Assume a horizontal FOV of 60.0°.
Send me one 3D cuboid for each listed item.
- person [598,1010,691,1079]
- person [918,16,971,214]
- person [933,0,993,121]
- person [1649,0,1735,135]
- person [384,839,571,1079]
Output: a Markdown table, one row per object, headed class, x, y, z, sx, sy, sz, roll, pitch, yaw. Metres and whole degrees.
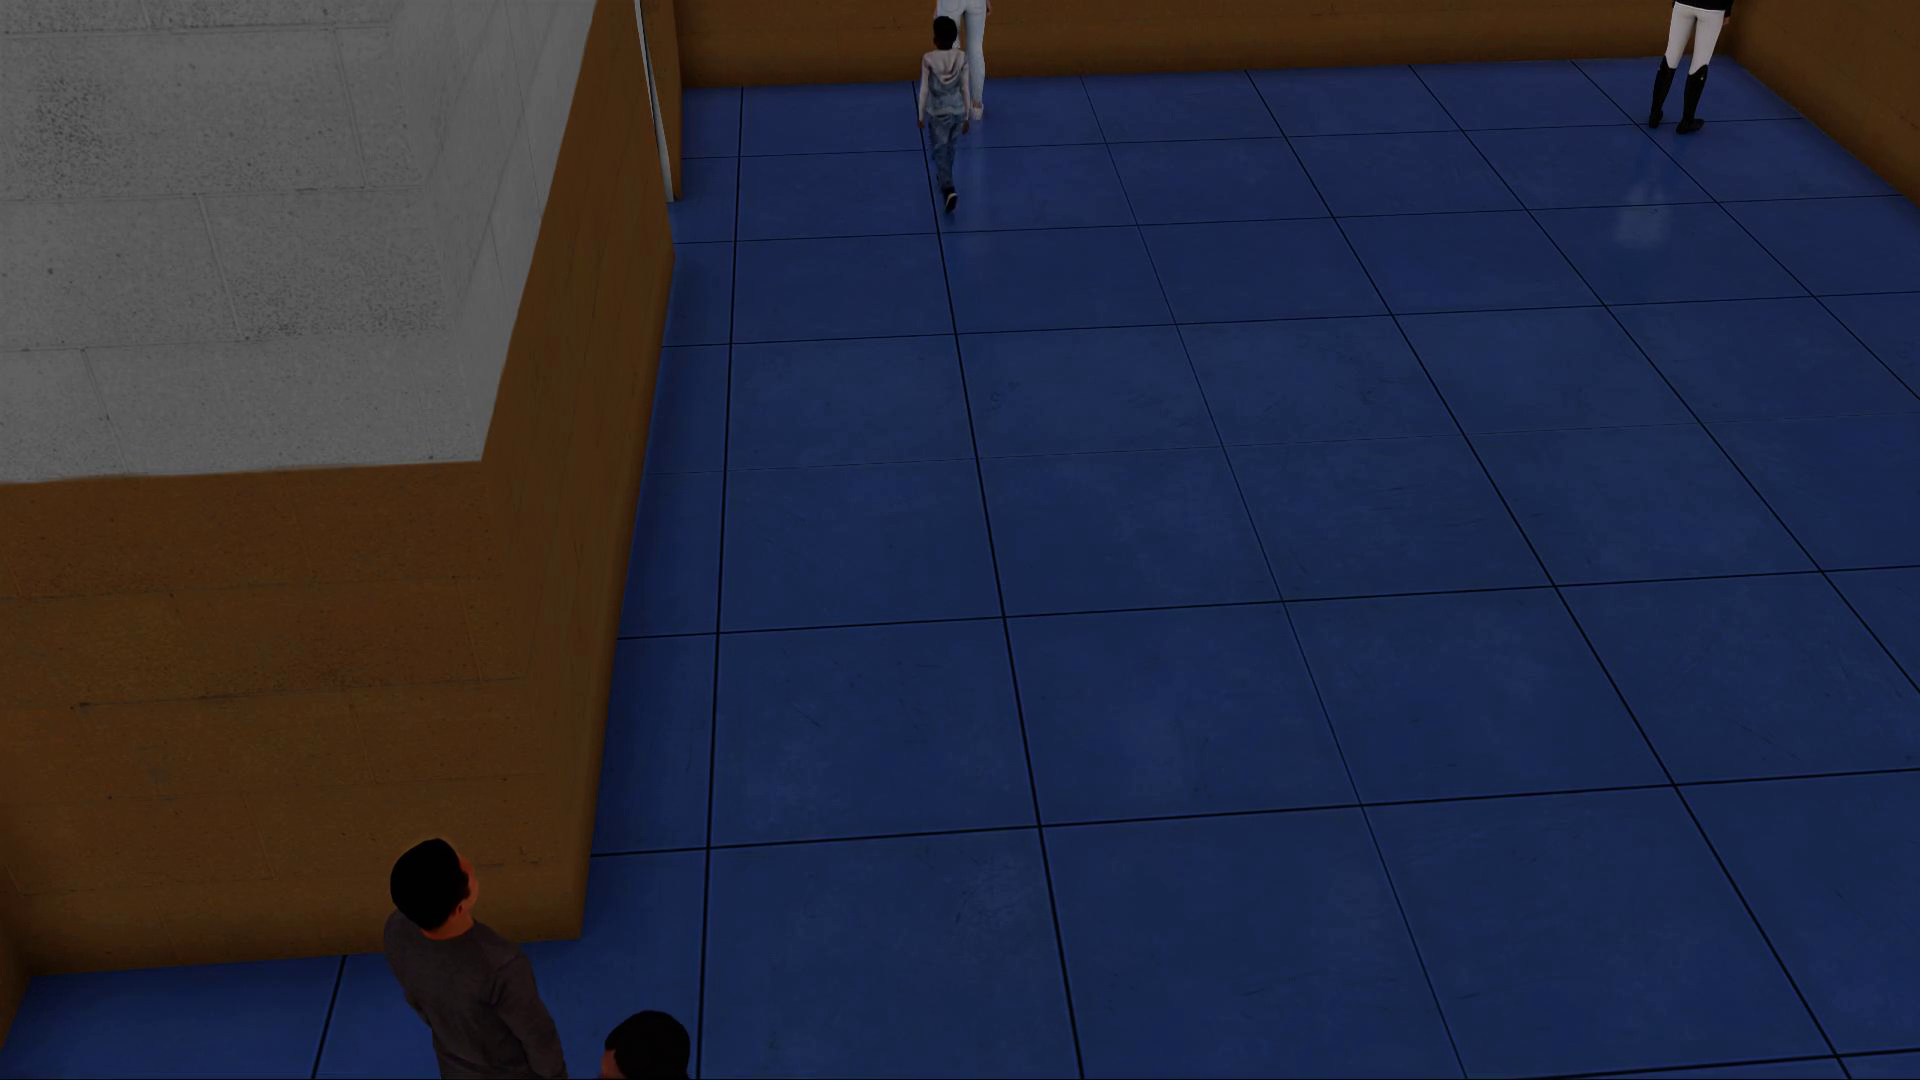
| class | x | y | z | sx | sy | sz | roll | pitch | yaw |
| --- | --- | --- | --- | --- | --- | --- | --- | --- | --- |
| person | -0.770 | 1.833 | 4.383 | 0.662 | 1.743 | 0.711 | 29 | 46 | 33 |
| person | -0.087 | -2.799 | 10.973 | 0.840 | 1.240 | 0.651 | -10 | 38 | -13 |
| person | 0.018 | -3.882 | 11.990 | 0.543 | 1.751 | 0.685 | -9 | 38 | -11 |
| person | 5.267 | -3.773 | 11.850 | 0.658 | 1.729 | 0.717 | 27 | 45 | 31 |
| person | -1.360 | 1.506 | 4.796 | 0.650 | 1.769 | 0.773 | -12 | 38 | -15 |
